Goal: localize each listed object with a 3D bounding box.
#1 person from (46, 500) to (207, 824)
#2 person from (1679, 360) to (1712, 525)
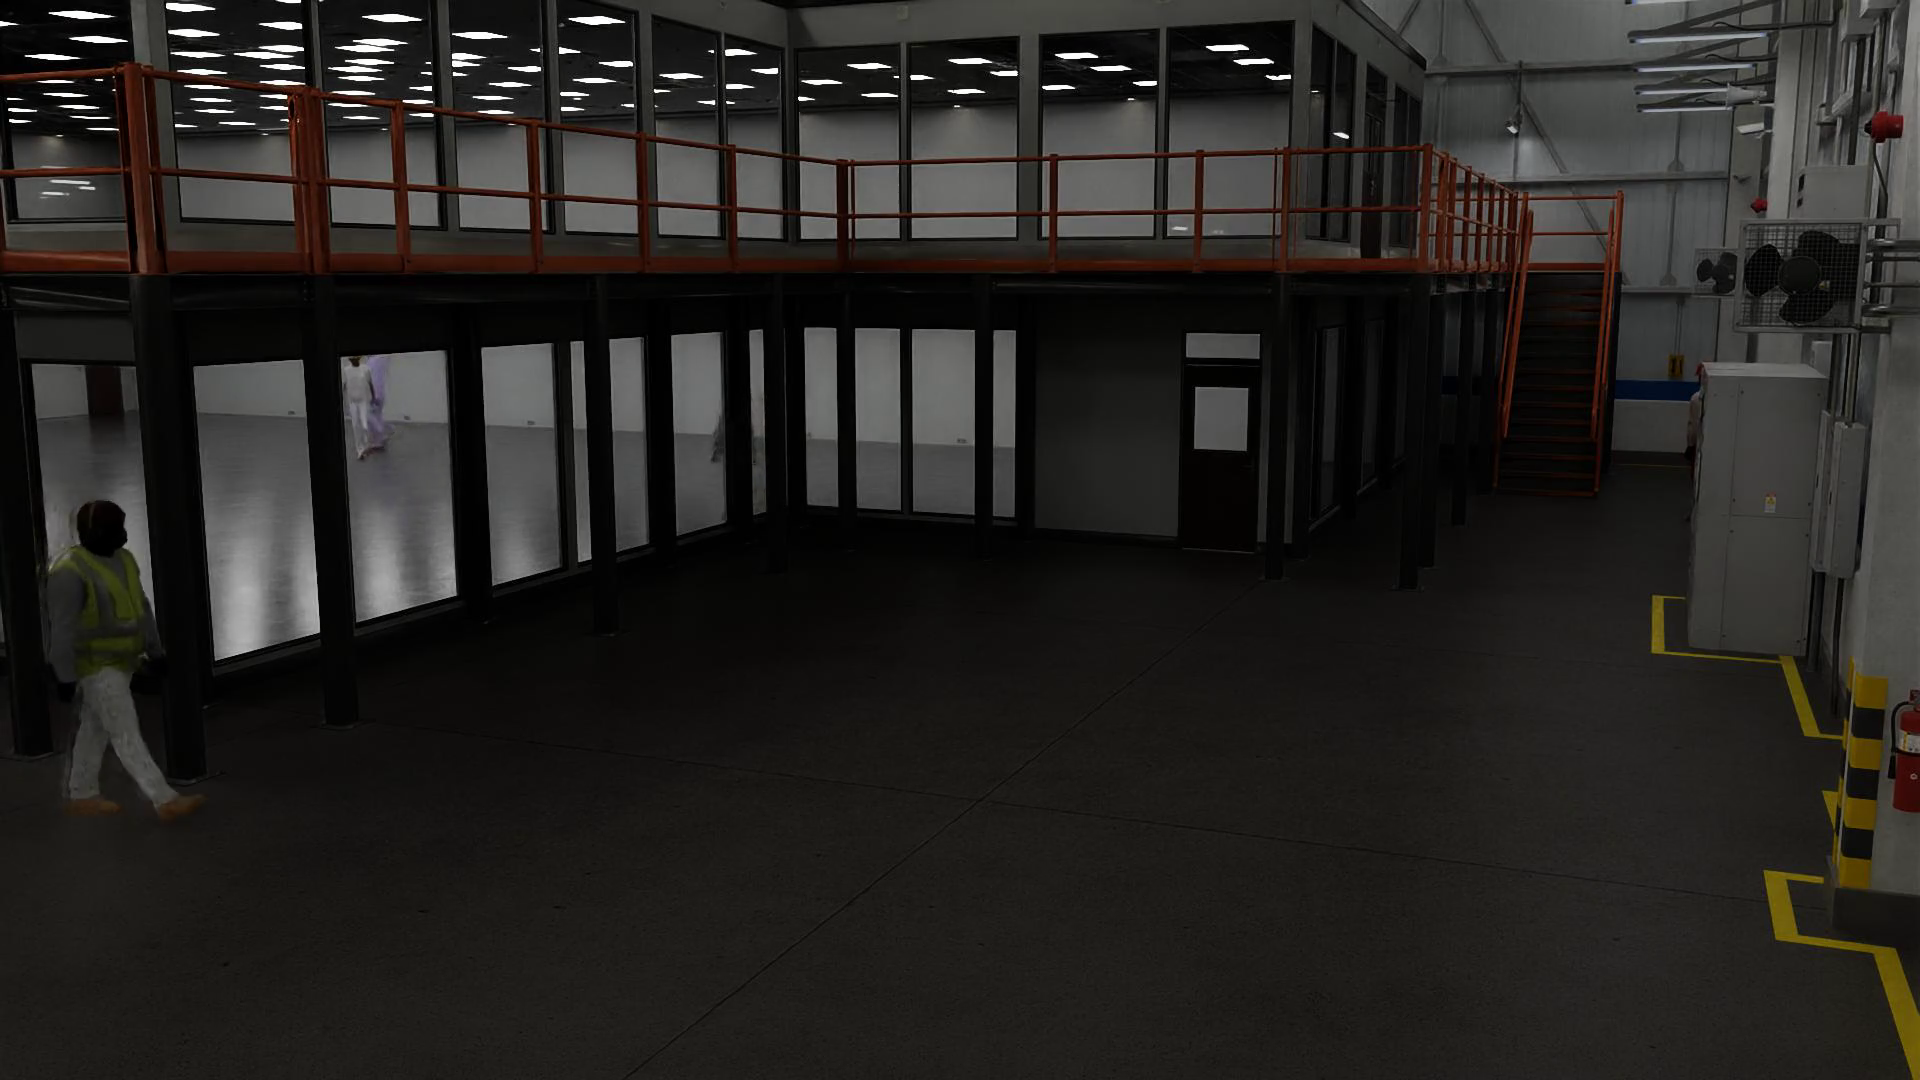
[{"bbox_3d":[-4.593,0.678,9.190,0.956,1.795,0.646,1,9,3],"label":"person"},{"bbox_3d":[8.949,-1.159,19.991,0.608,1.986,0.403,-5,11,-29],"label":"person"}]
